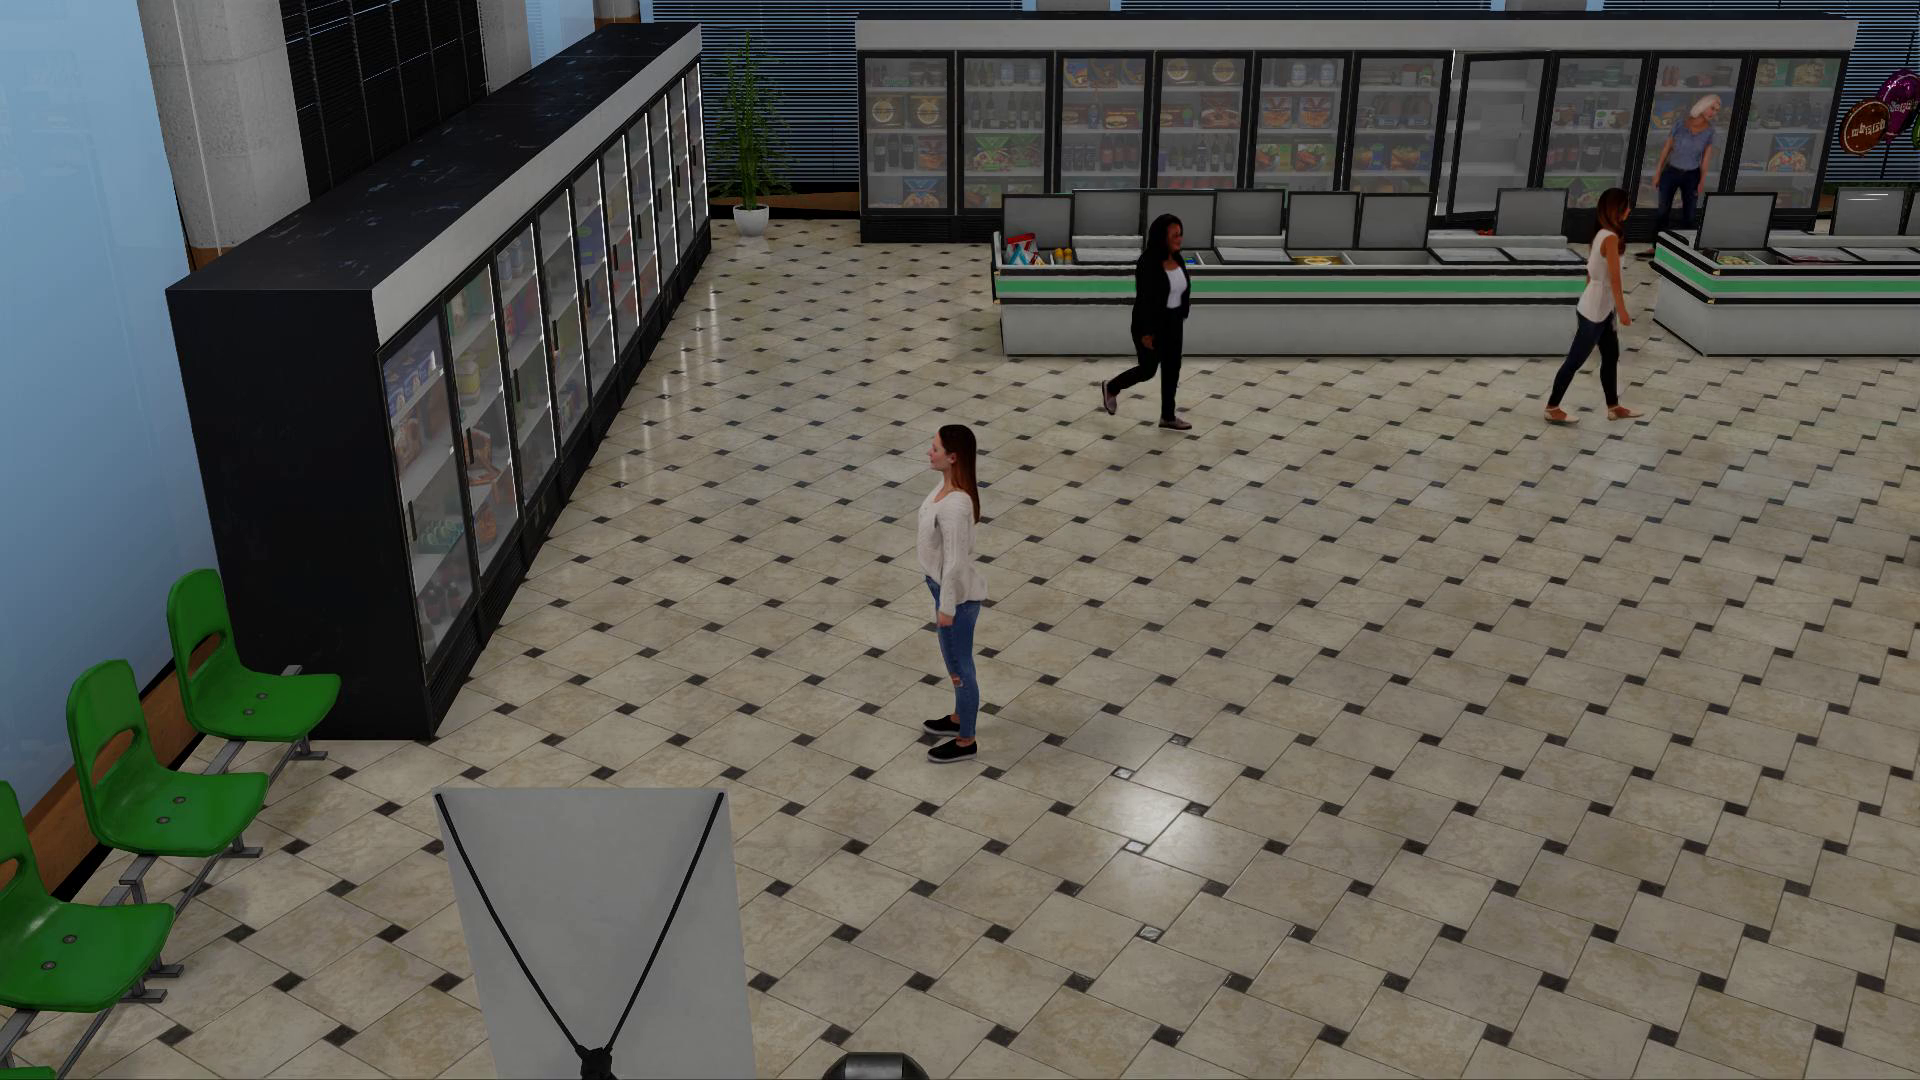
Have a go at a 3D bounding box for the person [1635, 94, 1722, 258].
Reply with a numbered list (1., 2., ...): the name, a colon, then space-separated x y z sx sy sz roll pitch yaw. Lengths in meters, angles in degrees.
1. person: 7.255 -3.680 16.877 0.688 1.682 0.875 19 30 37

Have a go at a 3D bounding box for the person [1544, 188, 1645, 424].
1. person: 4.568 -1.678 12.206 1.013 1.758 0.789 9 25 19

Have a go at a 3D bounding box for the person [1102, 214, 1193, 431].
1. person: 1.378 -1.578 12.185 1.061 1.592 0.982 19 30 36

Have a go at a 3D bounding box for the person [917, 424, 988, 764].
1. person: -0.025 0.250 7.883 0.536 1.691 0.610 -1 24 -1
